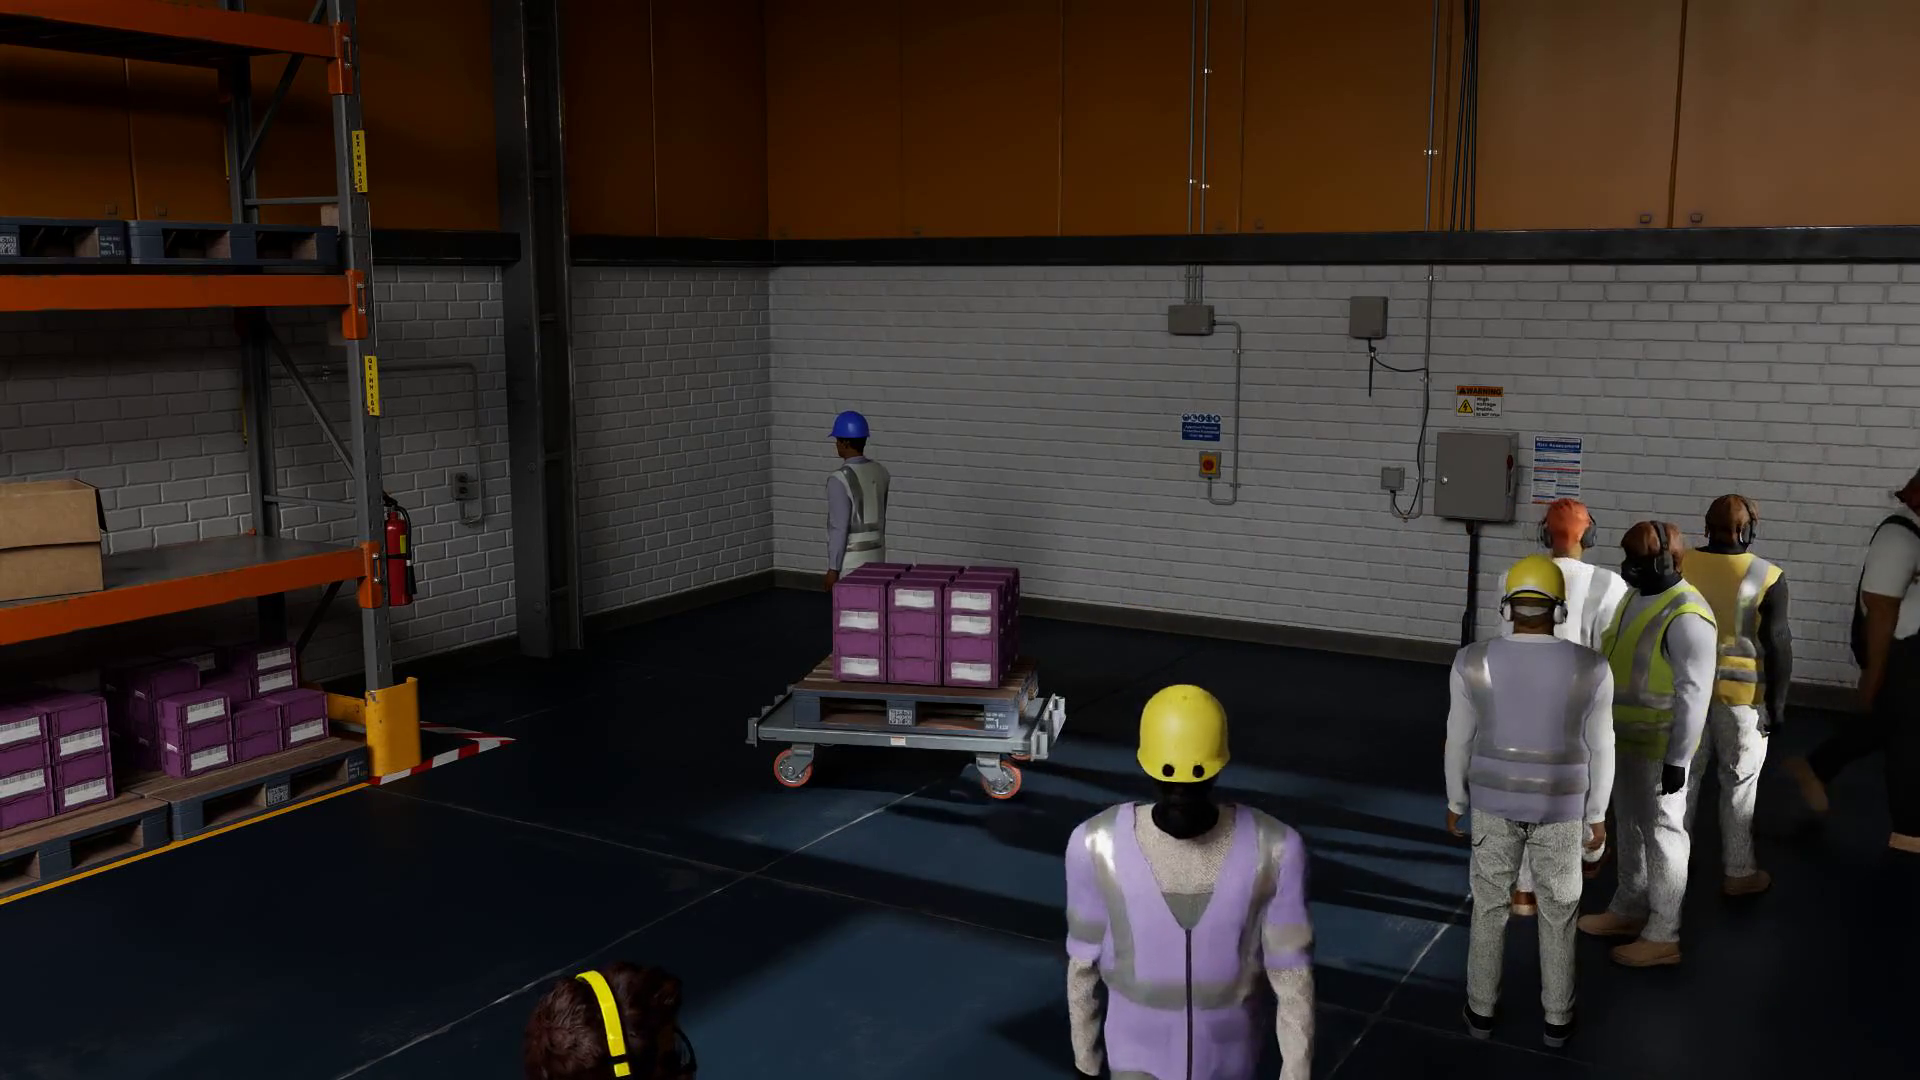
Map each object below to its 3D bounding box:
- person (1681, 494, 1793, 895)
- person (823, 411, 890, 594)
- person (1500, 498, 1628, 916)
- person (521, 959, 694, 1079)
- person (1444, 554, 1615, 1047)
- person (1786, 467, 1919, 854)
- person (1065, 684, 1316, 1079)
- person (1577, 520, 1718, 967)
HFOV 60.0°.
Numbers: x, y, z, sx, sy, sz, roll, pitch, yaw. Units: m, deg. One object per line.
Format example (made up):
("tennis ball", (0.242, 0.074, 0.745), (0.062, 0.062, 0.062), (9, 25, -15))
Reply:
("person", (3.507, 0.703, 7.662), (0.429, 1.843, 0.627), (-8, 12, -39))
("person", (-0.689, 0.128, 10.913), (0.388, 1.947, 0.610), (5, 10, 28))
("person", (2.751, 0.728, 7.529), (0.637, 1.824, 0.983), (7, 11, 36))
("person", (-0.500, 1.520, 2.461), (0.327, 1.874, 0.519), (-7, 11, -36))
("person", (2.087, 0.957, 6.129), (0.589, 1.822, 0.403), (3, 10, 19))
("person", (4.579, 0.509, 8.245), (0.815, 2.000, 0.719), (8, 12, 41))
("person", (0.545, 1.272, 3.984), (0.594, 1.879, 0.970), (0, 9, 2))
("person", (2.834, 0.829, 6.876), (0.429, 1.839, 0.633), (0, 9, -1))
